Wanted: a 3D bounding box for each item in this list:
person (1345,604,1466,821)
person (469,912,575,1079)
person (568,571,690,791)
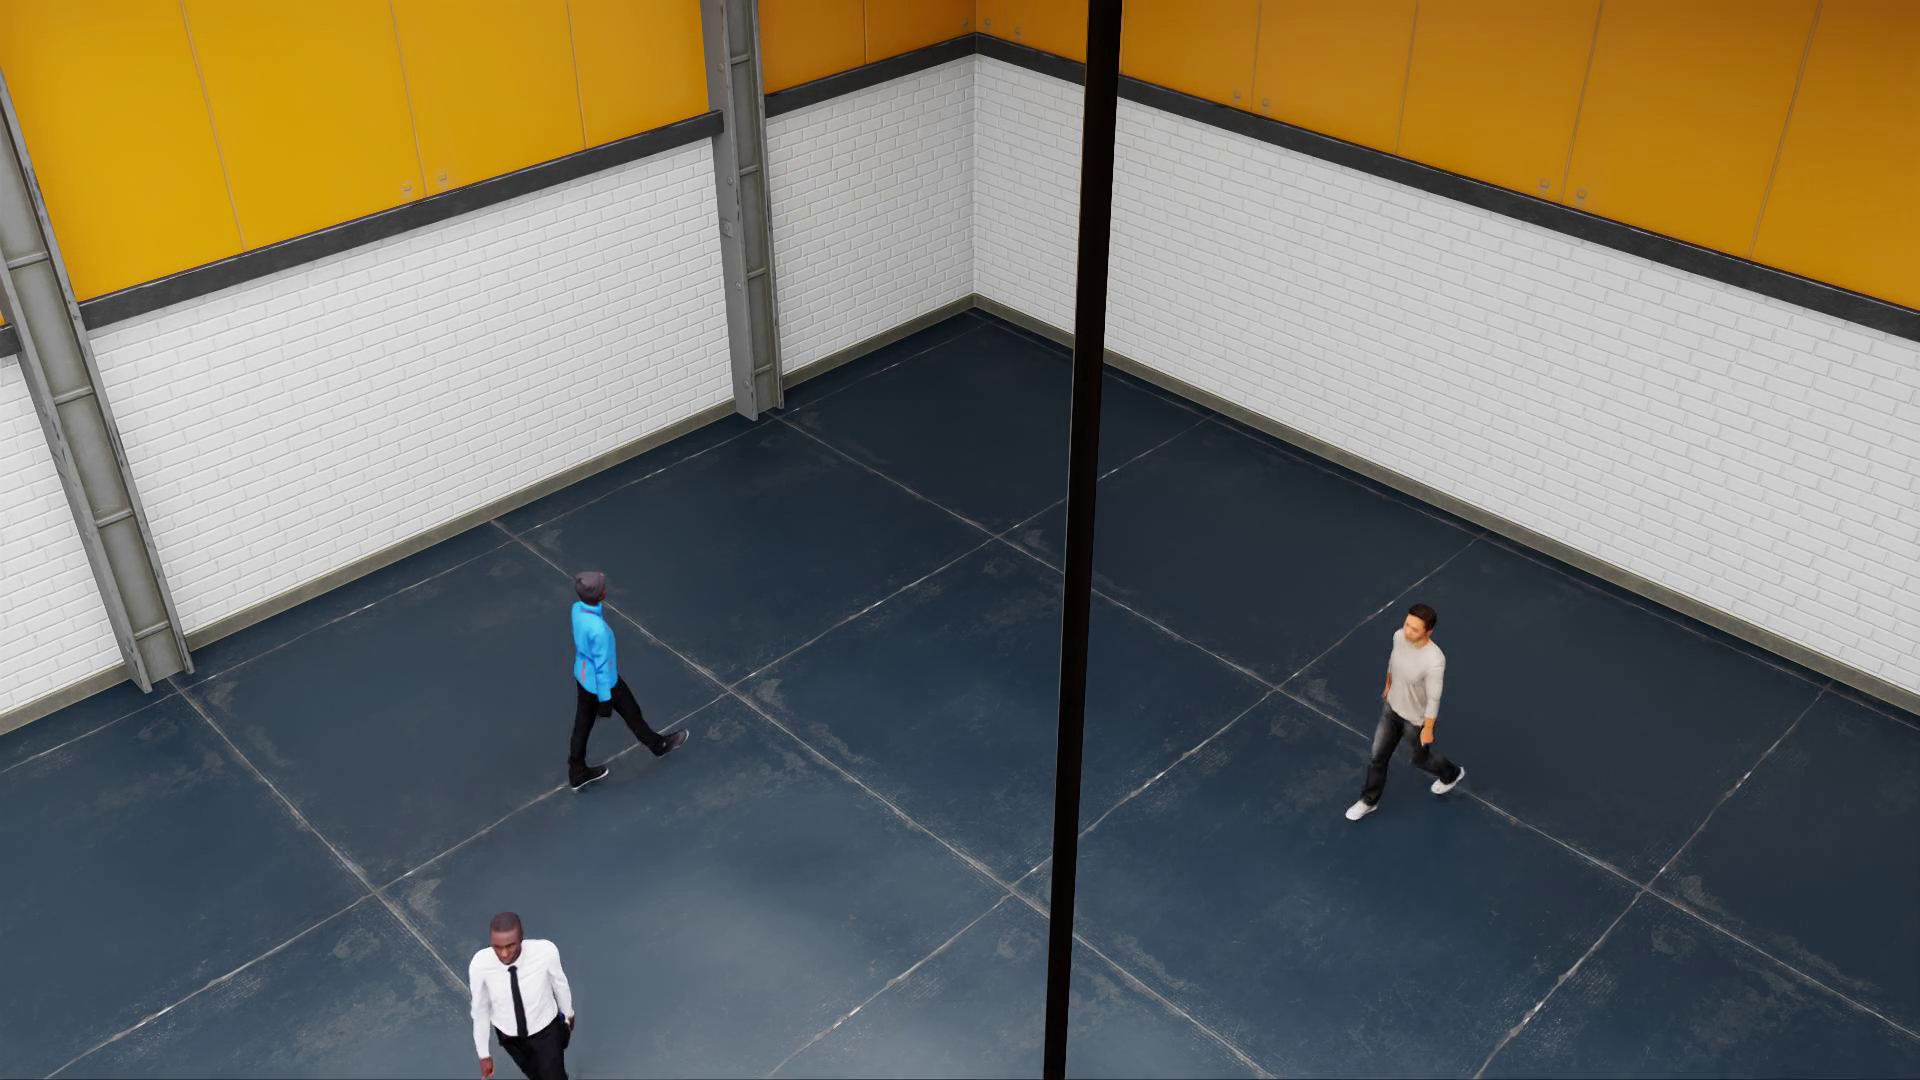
[{"bbox_3d":[3.136,1.136,11.248,1.229,1.772,0.953,-14,36,-20],"label":"person"},{"bbox_3d":[-2.328,2.610,9.020,1.263,1.784,1.217,-5,34,-7],"label":"person"},{"bbox_3d":[-2.578,1.016,11.453,1.162,1.745,0.757,-22,39,-29],"label":"person"}]
